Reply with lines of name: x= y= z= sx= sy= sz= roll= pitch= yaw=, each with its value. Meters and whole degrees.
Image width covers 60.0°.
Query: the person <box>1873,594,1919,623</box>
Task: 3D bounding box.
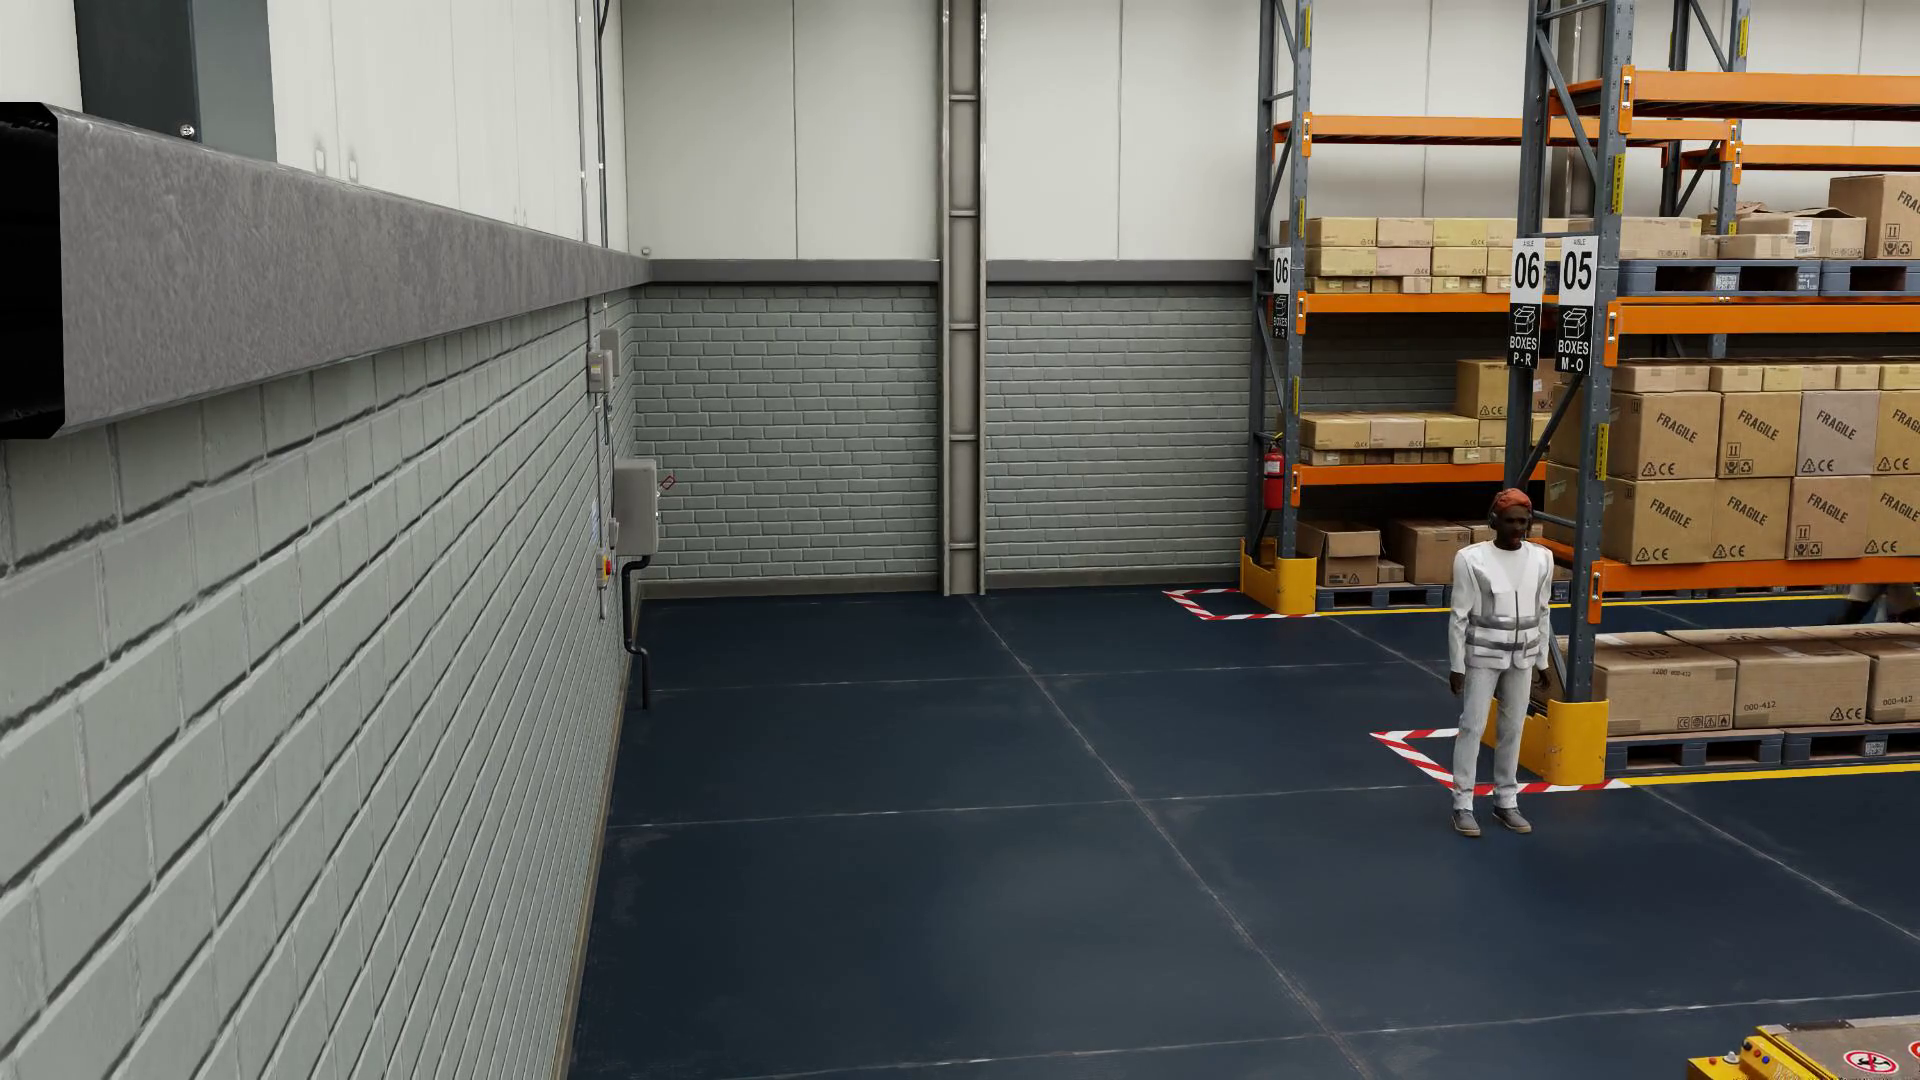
person: x=7.004 y=0.088 z=12.443 sx=1.050 sy=1.887 sz=0.642 roll=-4 pitch=10 yaw=-26

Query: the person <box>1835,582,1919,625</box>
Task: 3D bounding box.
person: x=6.737 y=0.148 z=11.993 sx=0.998 sy=1.911 sz=0.608 roll=2 pitch=9 yaw=10

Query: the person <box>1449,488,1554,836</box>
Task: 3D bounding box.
person: x=2.903 y=0.654 z=8.942 sx=0.584 sy=1.882 sz=0.337 roll=-2 pitch=9 yaw=-10

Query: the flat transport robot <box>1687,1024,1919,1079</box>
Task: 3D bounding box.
flat transport robot: x=3.453 y=1.943 z=5.954 sx=1.431 sy=0.197 sz=0.652 roll=-1 pitch=9 yaw=-8
